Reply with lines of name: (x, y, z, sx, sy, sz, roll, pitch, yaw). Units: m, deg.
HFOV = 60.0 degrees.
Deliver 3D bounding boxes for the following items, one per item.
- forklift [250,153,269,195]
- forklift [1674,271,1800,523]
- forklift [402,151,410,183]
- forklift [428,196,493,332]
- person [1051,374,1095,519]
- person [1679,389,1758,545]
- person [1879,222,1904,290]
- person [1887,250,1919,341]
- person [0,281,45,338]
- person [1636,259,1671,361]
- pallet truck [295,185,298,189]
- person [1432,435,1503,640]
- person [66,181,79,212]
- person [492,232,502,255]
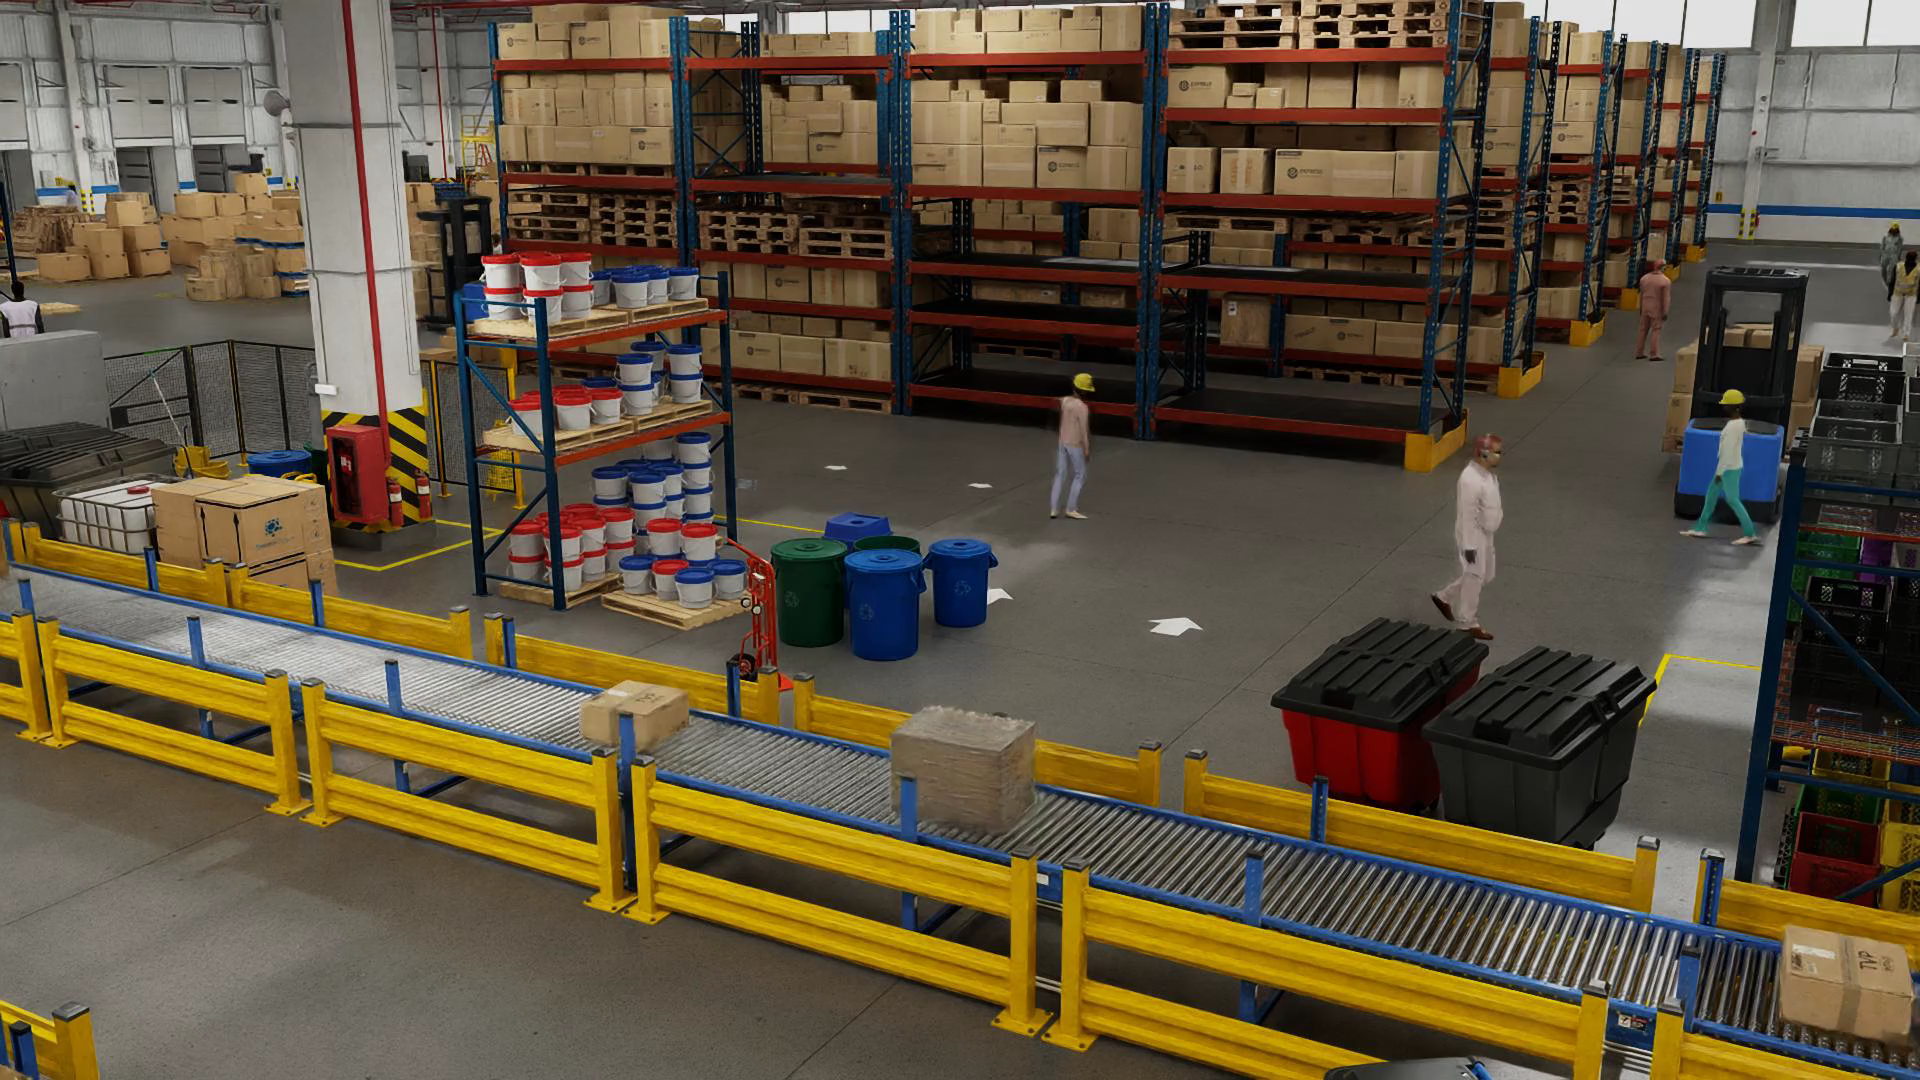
forklift: (-25.800, -12.825, 61.311, 1.873, 2.768, 1.129, -8, 17, -29)
forklift: (9.269, -1.763, 19.726, 1.129, 2.768, 1.873, 8, 17, 27)
forklift: (-21.519, -13.653, 64.424, 1.873, 2.768, 1.129, -1, 15, -5)
forklift: (-10.098, -5.733, 34.653, 1.873, 2.768, 1.129, 8, 17, 28)
person: (1.286, -1.095, 19.440, 0.494, 1.725, 0.558, -9, 17, -29)
person: (8.488, -0.808, 18.350, 0.816, 1.728, 0.535, 7, 17, 26)
person: (23.995, -7.337, 42.866, 0.500, 1.730, 0.455, 10, 18, 34)
person: (19.310, -5.004, 33.926, 0.657, 1.827, 0.508, 12, 19, 39)
person: (-15.311, -3.270, 27.237, 0.590, 1.919, 0.391, -6, 16, -23)
person: (13.026, -4.308, 31.180, 0.400, 1.902, 0.641, -9, 17, -30)
pallet truck: (-26.804, -14.617, 69.738, 1.885, 1.965, 0.823, -14, 20, -42)
person: (4.653, -0.043, 15.151, 0.528, 1.891, 0.655, 9, 17, 30)
person: (-32.004, -12.050, 60.275, 0.620, 1.893, 0.856, 14, 20, 43)
person: (-10.202, -5.822, 36.788, 0.365, 1.939, 0.636, -6, 16, -21)
